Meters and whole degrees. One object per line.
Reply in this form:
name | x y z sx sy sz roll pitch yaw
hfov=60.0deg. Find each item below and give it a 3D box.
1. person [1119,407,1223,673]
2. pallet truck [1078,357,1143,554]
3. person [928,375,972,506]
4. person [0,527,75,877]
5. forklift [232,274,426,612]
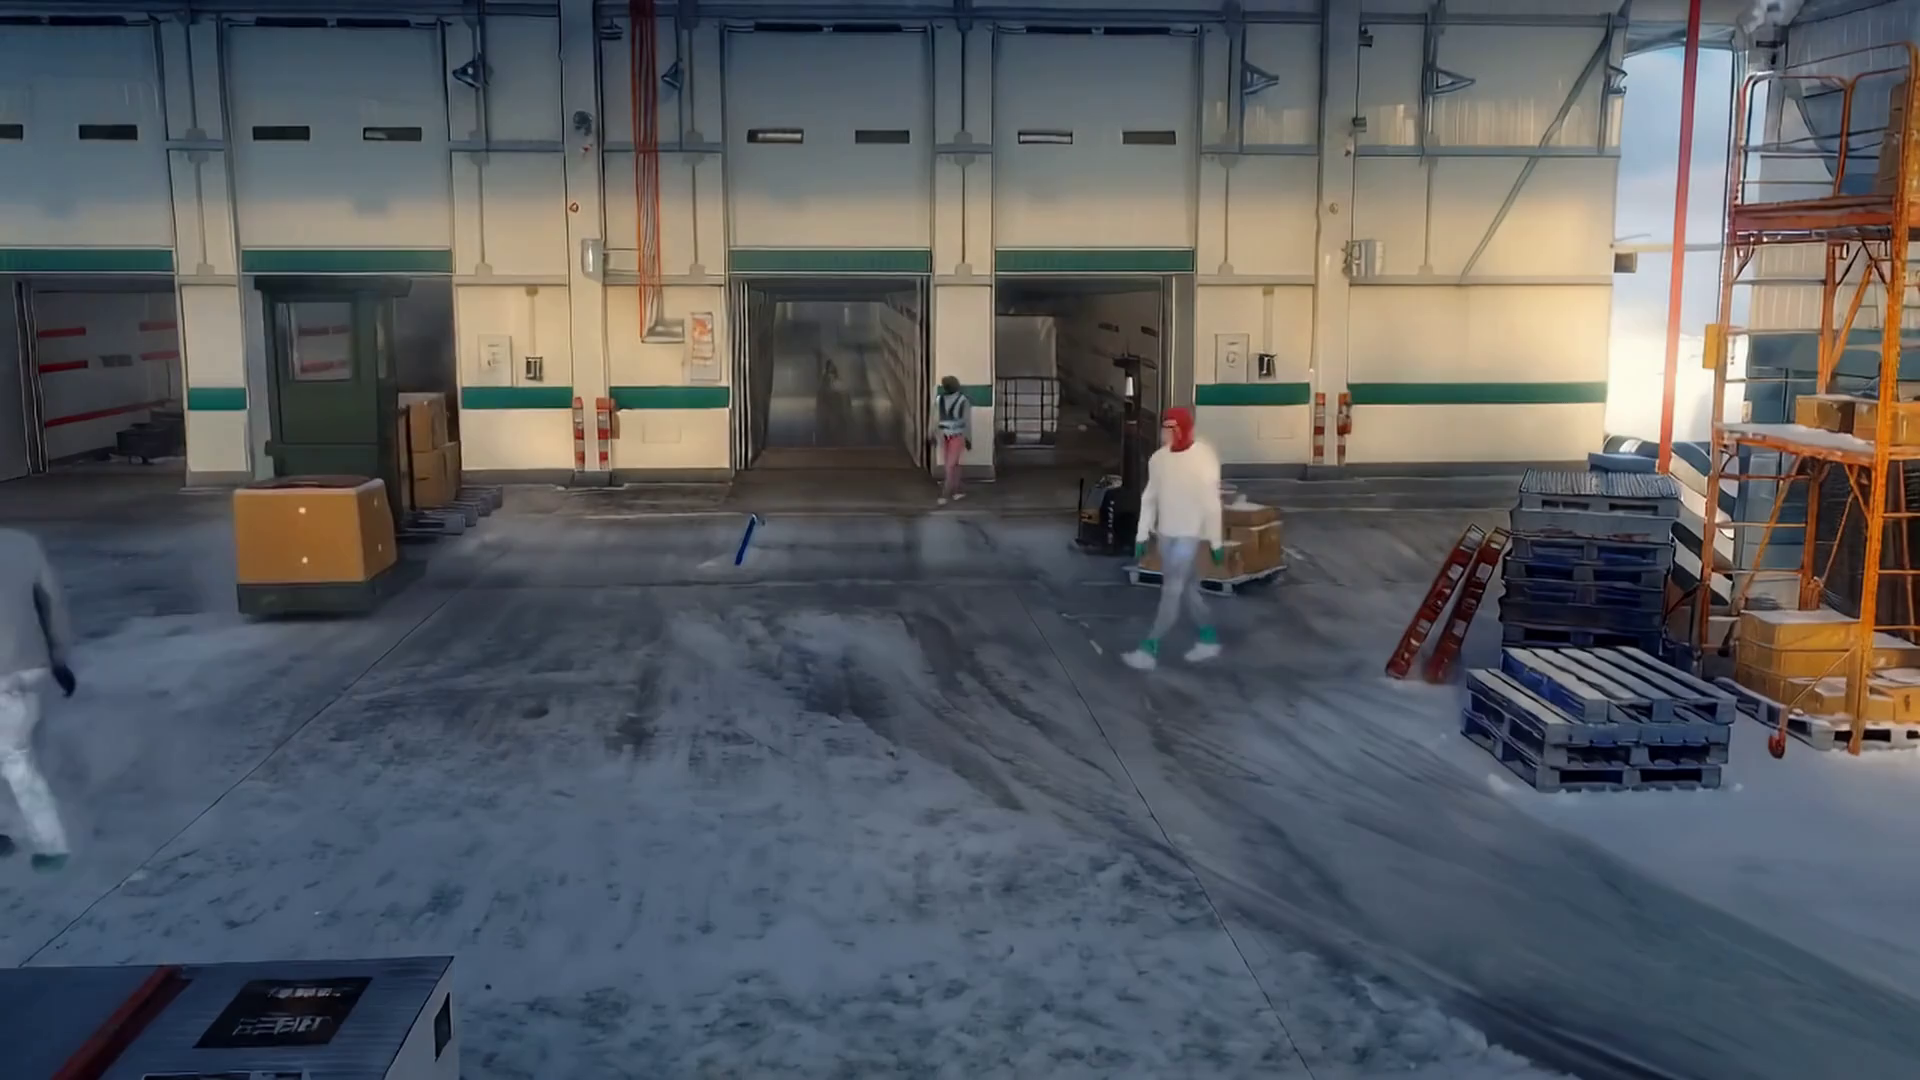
person | 1.539 -0.010 11.940 1.032 1.878 0.651 -6 11 -33
pallet truck | 2.088 -0.836 16.757 1.885 1.965 0.823 2 9 13
person | -0.130 -1.234 20.535 0.536 1.593 0.856 6 11 32
person | -4.578 0.644 7.797 0.867 1.888 0.651 4 10 24
forklift | -5.461 -0.886 14.313 1.129 2.768 1.873 -1 9 -4
